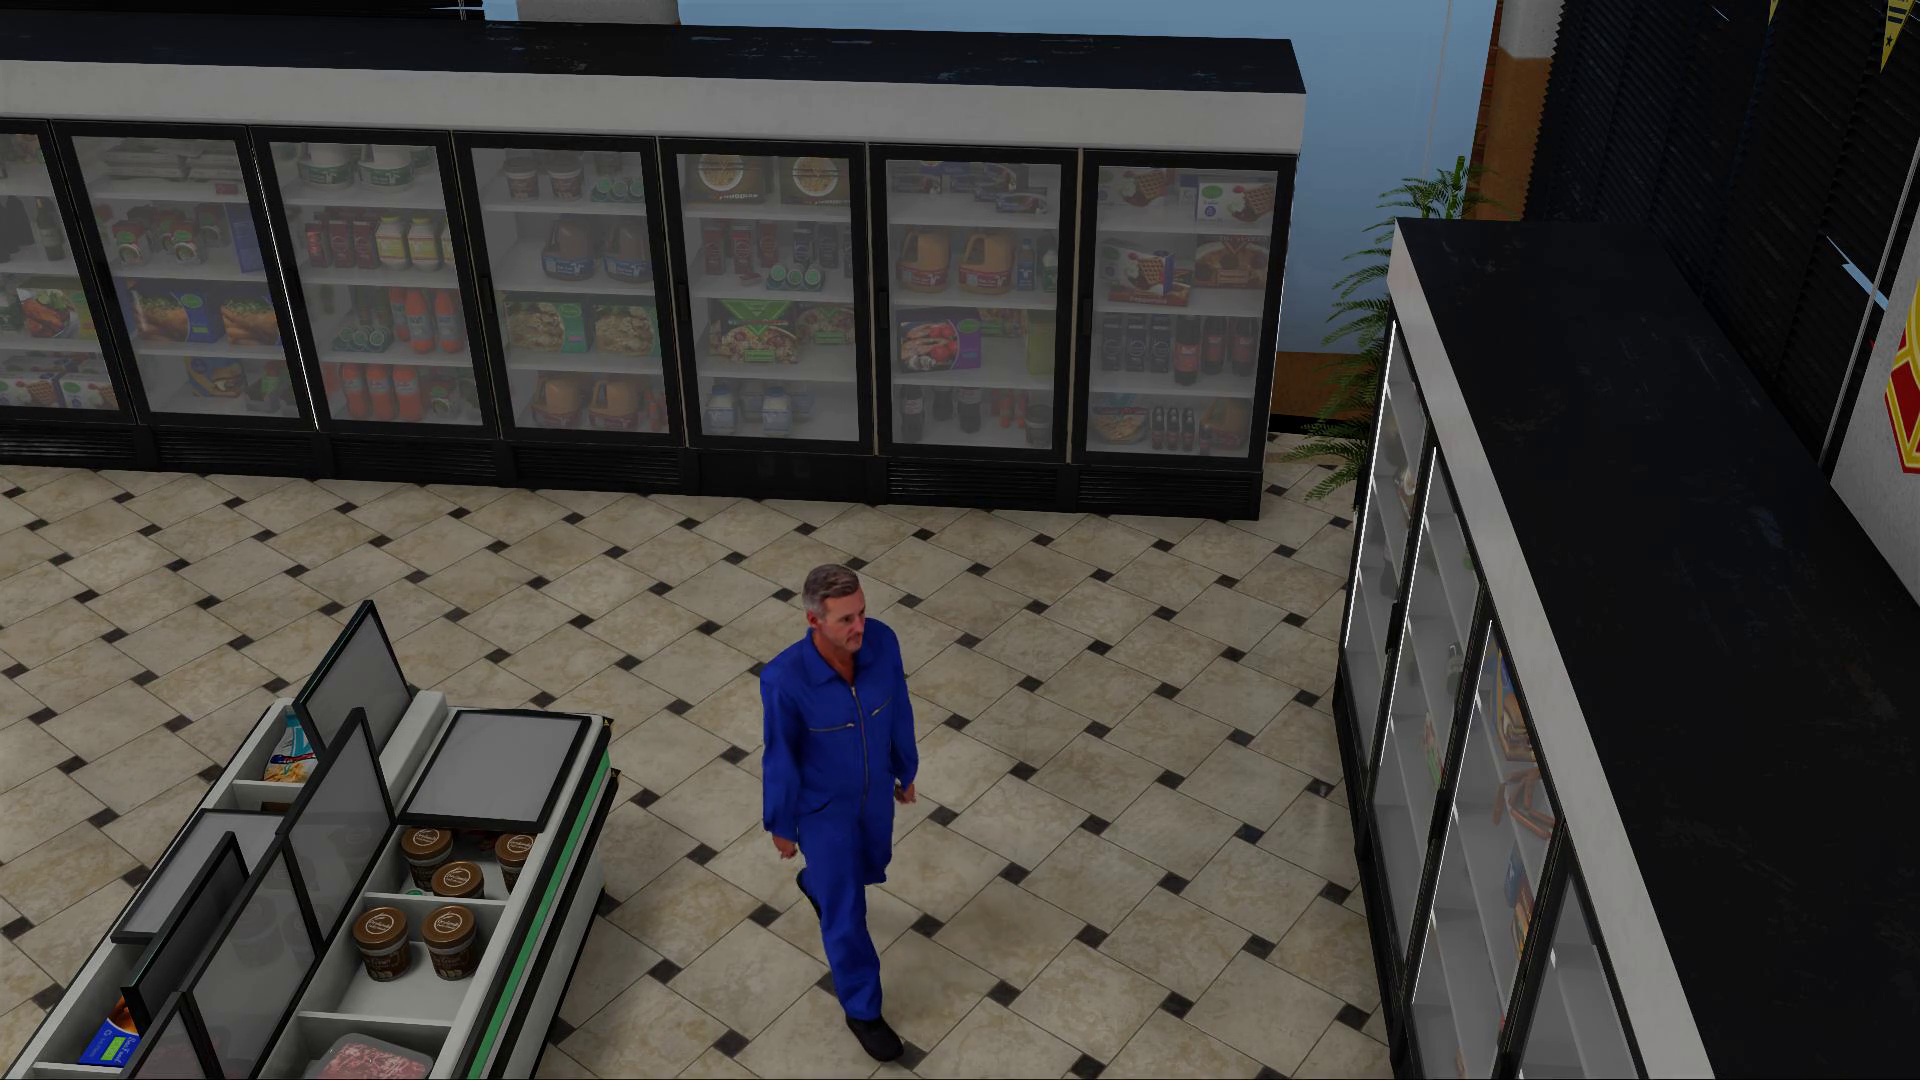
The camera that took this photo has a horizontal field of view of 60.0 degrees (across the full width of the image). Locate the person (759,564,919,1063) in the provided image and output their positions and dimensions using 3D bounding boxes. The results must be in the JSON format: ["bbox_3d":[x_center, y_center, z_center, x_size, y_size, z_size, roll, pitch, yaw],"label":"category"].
[{"bbox_3d":[-0.434,0.835,5.628,1.154,1.801,1.215,-24,39,-33],"label":"person"}]
